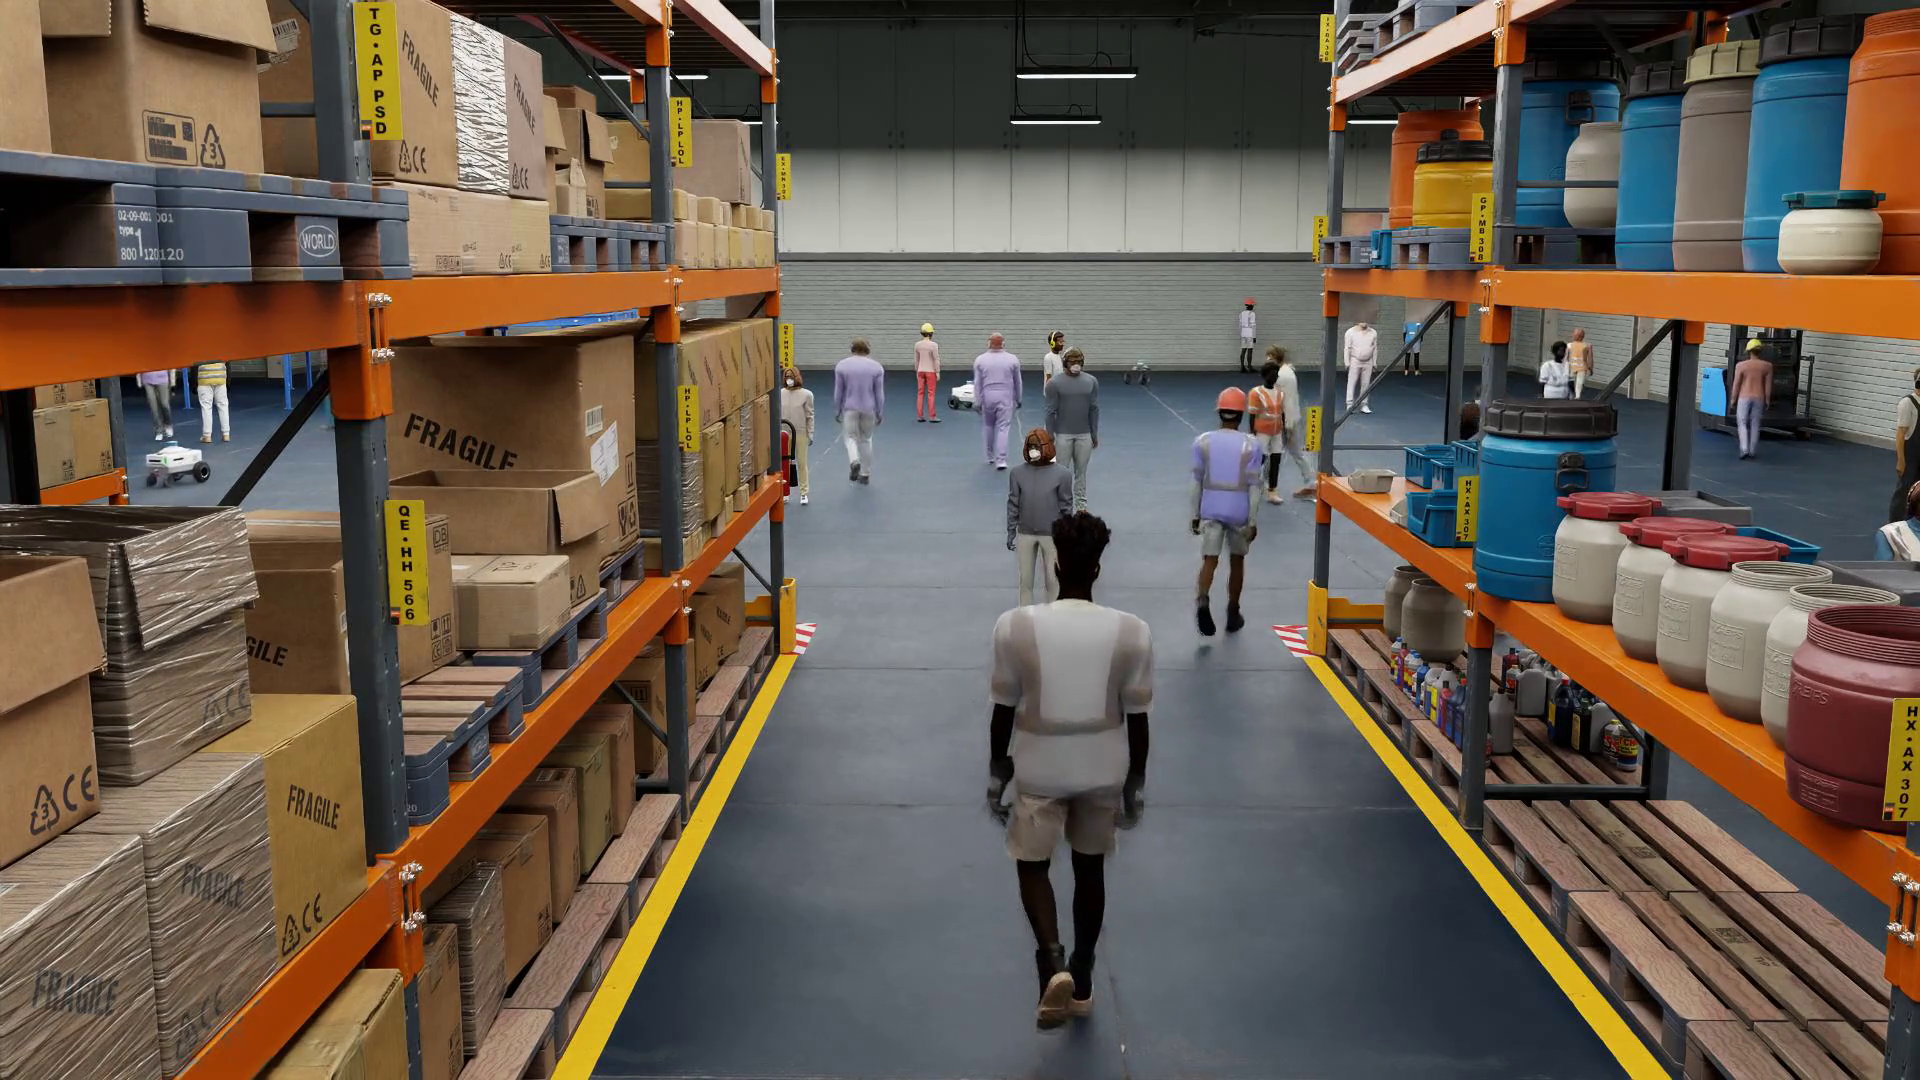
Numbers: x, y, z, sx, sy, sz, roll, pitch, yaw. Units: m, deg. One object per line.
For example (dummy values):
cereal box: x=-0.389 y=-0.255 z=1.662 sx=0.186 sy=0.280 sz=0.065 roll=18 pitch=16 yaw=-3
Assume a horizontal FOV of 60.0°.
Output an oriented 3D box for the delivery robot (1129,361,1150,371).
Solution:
delivery robot: x=4.241 y=-4.117 z=39.219 sx=0.335 sy=0.223 sz=0.698 roll=6 pitch=12 yaw=34

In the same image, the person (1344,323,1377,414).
person: x=7.603 y=-3.351 z=31.521 sx=0.652 sy=1.906 sz=0.403 roll=-1 pitch=10 yaw=-7

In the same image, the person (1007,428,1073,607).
person: x=0.589 y=-0.026 z=12.415 sx=0.508 sy=1.632 sz=0.264 roll=4 pitch=10 yaw=20

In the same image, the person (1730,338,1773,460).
person: x=11.524 y=-2.051 z=24.217 sx=0.537 sy=1.778 sz=0.424 roll=1 pitch=10 yaw=8

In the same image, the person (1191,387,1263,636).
person: x=2.016 y=-0.212 z=12.720 sx=0.552 sy=1.912 sz=0.827 roll=4 pitch=10 yaw=21

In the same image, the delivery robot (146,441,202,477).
delivery robot: x=-10.176 y=-1.036 z=21.541 sx=0.477 sy=0.478 sz=0.707 roll=3 pitch=10 yaw=16

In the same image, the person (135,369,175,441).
person: x=-12.917 y=-2.545 z=26.677 sx=0.588 sy=1.907 sz=0.410 roll=-3 pitch=10 yaw=-19

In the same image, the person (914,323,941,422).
person: x=-0.580 y=-2.995 z=29.796 sx=0.525 sy=1.772 sz=0.306 roll=6 pitch=11 yaw=33

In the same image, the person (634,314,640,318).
person: x=-7.633 y=-4.749 z=39.617 sx=1.016 sy=2.000 sz=0.691 roll=8 pitch=12 yaw=38

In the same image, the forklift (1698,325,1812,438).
forklift: x=13.248 y=-3.165 z=27.620 sx=1.129 sy=2.768 sz=1.873 roll=0 pitch=9 yaw=1

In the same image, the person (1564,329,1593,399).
person: x=11.733 y=-3.207 z=31.601 sx=0.514 sy=1.596 sz=0.868 roll=6 pitch=11 yaw=32

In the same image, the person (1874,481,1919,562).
person: x=5.452 y=0.459 z=9.497 sx=0.523 sy=1.638 sz=0.310 roll=1 pitch=10 yaw=4

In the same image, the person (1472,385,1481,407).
person: x=5.440 y=-0.797 z=17.088 sx=0.663 sy=1.616 sz=0.497 roll=-5 pitch=11 yaw=-29

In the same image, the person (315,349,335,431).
person: x=-10.731 y=-2.766 z=28.287 sx=0.735 sy=1.810 sz=0.611 roll=-8 pitch=12 yaw=-38

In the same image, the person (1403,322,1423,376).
person: x=11.462 y=-5.006 z=42.067 sx=0.529 sy=1.694 sz=0.321 roll=6 pitch=11 yaw=31

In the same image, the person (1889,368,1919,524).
person: x=9.478 y=-0.808 z=16.501 sx=0.507 sy=1.842 sz=0.332 roll=-5 pitch=11 yaw=-26

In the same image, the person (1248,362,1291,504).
person: x=3.650 y=-1.285 z=19.789 sx=0.546 sy=1.684 sz=0.510 roll=-5 pitch=11 yaw=-28

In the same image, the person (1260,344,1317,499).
person: x=3.876 y=-1.418 z=20.063 sx=1.020 sy=1.866 sz=0.638 roll=2 pitch=10 yaw=14

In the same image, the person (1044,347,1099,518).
person: x=1.229 y=-1.156 z=18.302 sx=0.624 sy=1.933 sz=0.360 roll=-3 pitch=10 yaw=-20

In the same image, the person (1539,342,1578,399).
person: x=8.993 y=-2.129 z=24.912 sx=0.546 sy=1.652 sz=0.838 roll=-4 pitch=10 yaw=-20

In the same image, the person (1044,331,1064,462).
person: x=1.368 y=-2.051 z=23.839 sx=0.317 sy=1.870 sz=0.531 roll=3 pitch=10 yaw=19

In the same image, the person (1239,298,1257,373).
person: x=7.474 y=-5.295 z=43.069 sx=0.357 sy=1.938 sz=0.542 roll=-6 pitch=11 yaw=-34

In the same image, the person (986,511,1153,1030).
person: x=0.412 y=0.864 z=6.154 sx=0.622 sy=1.943 sz=0.660 roll=-1 pitch=9 yaw=-3

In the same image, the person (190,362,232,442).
person: x=-11.964 y=-2.492 z=26.572 sx=0.626 sy=1.844 sz=0.429 roll=-8 pitch=12 yaw=-40

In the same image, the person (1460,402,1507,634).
person: x=3.941 y=-0.145 z=12.674 sx=0.549 sy=1.799 sz=0.648 roll=5 pitch=11 yaw=26

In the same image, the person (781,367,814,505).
person: x=-1.977 y=-1.241 z=19.696 sx=0.507 sy=1.633 sz=0.276 roll=1 pitch=10 yaw=7

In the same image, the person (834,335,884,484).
person: x=-1.284 y=-1.661 z=21.359 sx=0.642 sy=1.924 sz=0.612 roll=-2 pitch=10 yaw=-10

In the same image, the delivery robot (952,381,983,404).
delivery robot: x=0.182 y=-2.858 z=32.453 sx=0.707 sy=0.478 sz=0.477 roll=9 pitch=13 yaw=44

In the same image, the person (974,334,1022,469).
person: x=0.538 y=-1.947 z=23.266 sx=0.659 sy=1.853 sz=1.009 roll=1 pitch=10 yaw=6
